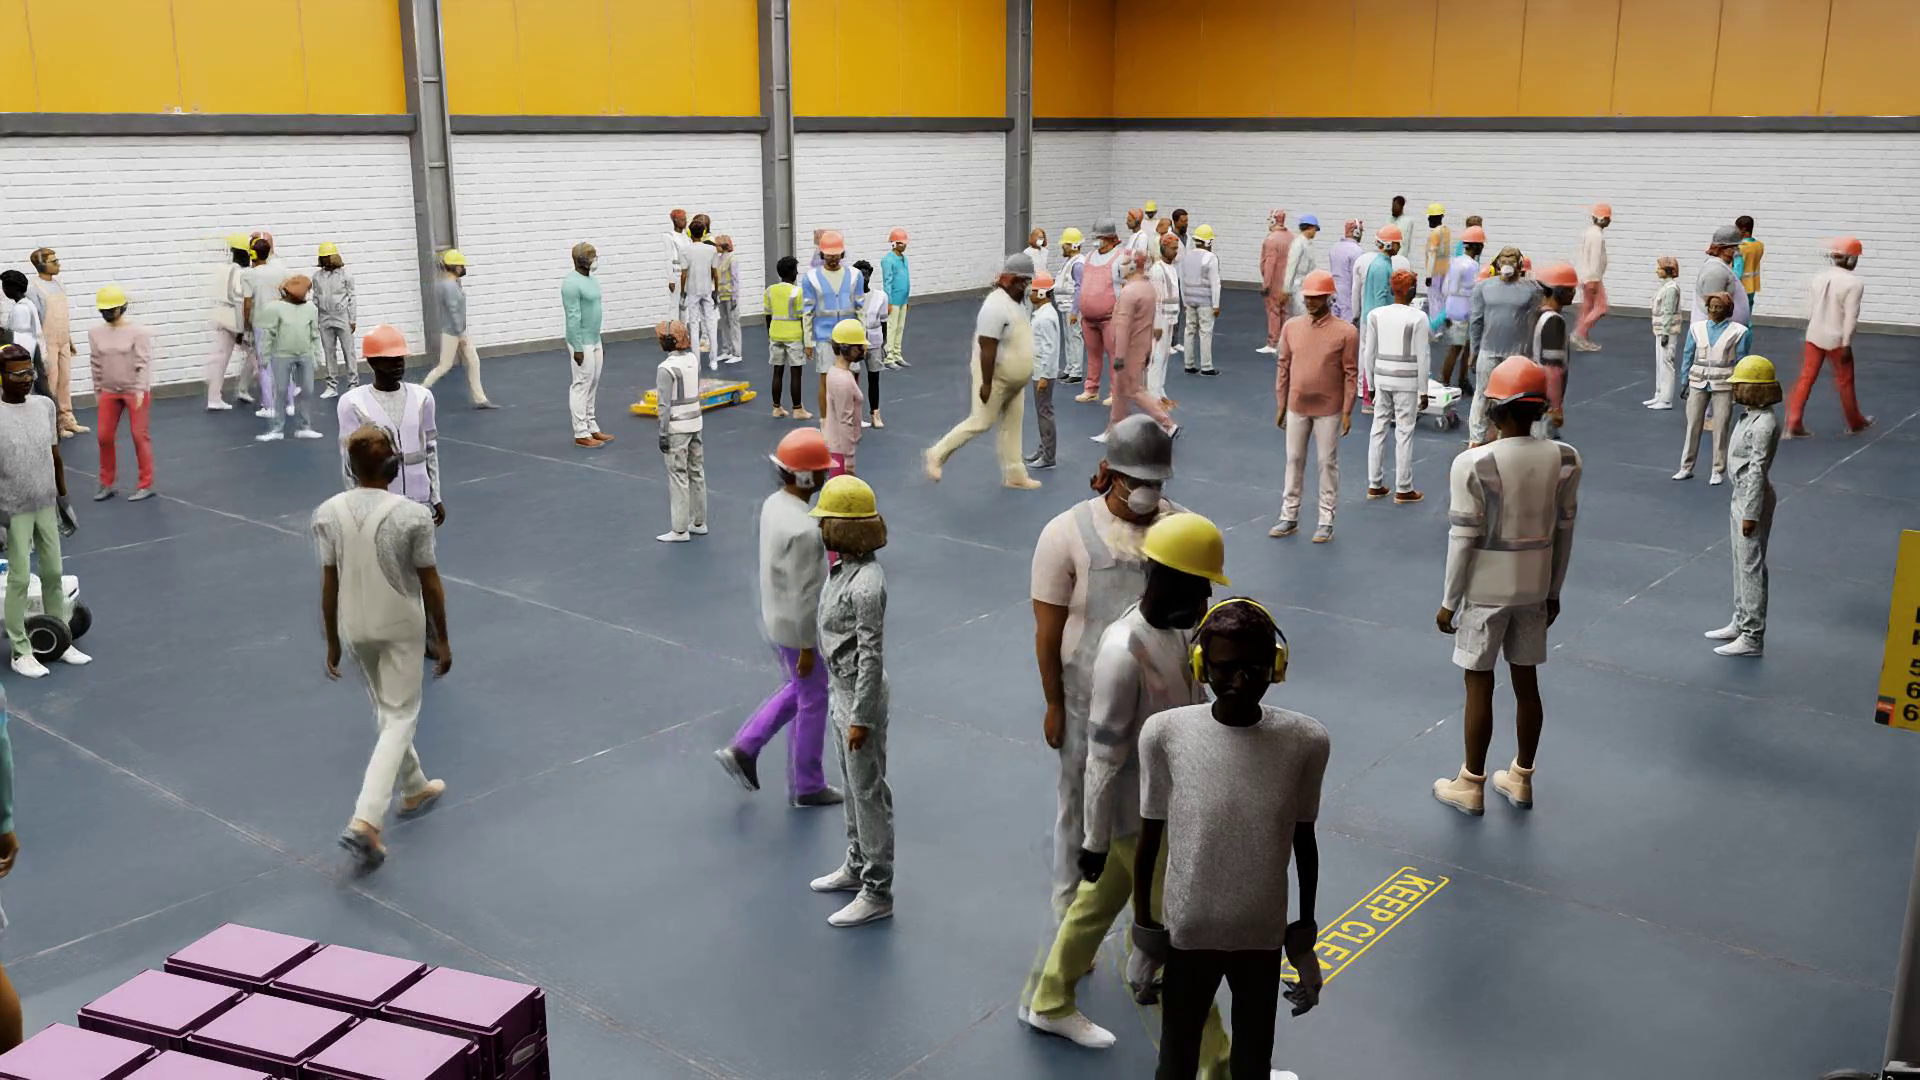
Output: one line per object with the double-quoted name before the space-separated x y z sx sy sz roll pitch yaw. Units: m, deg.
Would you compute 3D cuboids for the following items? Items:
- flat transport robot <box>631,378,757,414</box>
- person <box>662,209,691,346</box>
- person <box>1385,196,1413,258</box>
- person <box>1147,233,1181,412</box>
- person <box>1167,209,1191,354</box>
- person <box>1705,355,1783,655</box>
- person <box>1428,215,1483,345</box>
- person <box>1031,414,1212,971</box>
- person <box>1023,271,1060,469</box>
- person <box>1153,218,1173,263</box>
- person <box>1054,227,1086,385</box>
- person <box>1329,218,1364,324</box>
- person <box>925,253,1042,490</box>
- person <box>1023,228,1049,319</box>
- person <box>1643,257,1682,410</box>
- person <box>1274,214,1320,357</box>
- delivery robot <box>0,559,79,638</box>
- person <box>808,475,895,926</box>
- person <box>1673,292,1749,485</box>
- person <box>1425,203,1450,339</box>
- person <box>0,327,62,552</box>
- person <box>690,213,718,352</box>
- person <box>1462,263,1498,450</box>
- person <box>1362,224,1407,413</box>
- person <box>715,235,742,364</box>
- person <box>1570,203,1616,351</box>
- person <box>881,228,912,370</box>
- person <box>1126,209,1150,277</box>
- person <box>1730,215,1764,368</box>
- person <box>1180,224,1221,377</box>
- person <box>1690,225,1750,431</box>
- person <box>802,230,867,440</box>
"flat transport robot" -2.863 -1.557 17.984 0.652 0.197 1.431 7 16 25
"person" -3.834 -3.578 22.792 0.356 1.885 0.572 5 15 20
"person" 6.949 -4.542 26.598 0.480 1.903 0.603 -7 16 -26
"person" 2.179 -2.329 17.799 0.337 1.881 0.583 5 15 20
"person" 2.878 -3.469 22.284 0.383 1.918 0.591 11 18 38
"person" 4.530 -0.201 9.605 0.342 1.735 0.484 4 15 15
"person" 6.910 -3.569 22.923 0.890 1.818 0.512 -3 14 -13
"person" 0.622 0.550 5.977 0.683 2.000 0.538 -4 15 -16
"person" 0.713 -1.513 14.802 0.335 1.749 0.575 0 14 -1
"person" 3.085 -4.055 25.202 0.285 1.633 0.500 8 16 29
"person" 1.305 -2.749 19.577 0.404 1.835 0.590 -2 14 -8
"person" 4.744 -2.960 20.301 0.396 1.900 0.647 -4 15 -17
"person" 0.209 -1.427 13.876 0.904 2.000 0.704 5 15 20
"person" 1.043 -3.446 22.771 0.286 1.632 0.500 13 19 42
"person" 7.580 -2.222 17.891 0.318 1.630 0.513 3 14 12
"person" 4.415 -3.227 21.389 0.749 1.886 0.610 6 15 24
"delivery robot" -5.489 0.355 9.578 0.707 0.478 0.477 -3 14 -12
"person" -0.418 0.607 6.354 0.295 1.744 0.484 -4 15 -15
"person" 6.396 -1.291 14.152 0.525 1.636 0.307 12 19 40
"person" 6.784 -3.845 23.795 0.392 1.918 0.582 9 16 31
"person" -6.816 -0.840 11.915 0.637 1.864 1.032 -3 14 -13
"person" -3.461 -3.465 22.424 0.429 1.845 0.627 -5 15 -20
"person" 4.927 -1.708 15.581 0.335 1.749 0.575 2 14 9
"person" 4.468 -2.333 17.610 0.407 1.987 0.614 3 14 13
"person" -2.980 -3.087 21.328 0.315 1.637 0.514 -9 17 -33
"person" 8.525 -3.513 22.328 0.437 1.979 0.647 2 14 10
"person" -0.769 -3.015 20.802 0.343 1.749 0.572 6 15 23
"person" 2.435 -3.613 22.951 0.354 1.879 0.581 -2 14 -6
"person" 9.712 -3.059 20.657 0.587 1.915 0.391 -12 18 -39
"person" 2.931 -2.892 20.152 0.403 1.833 0.586 -12 18 -40
"person" 7.623 -2.135 16.706 0.536 2.000 0.682 5 15 21
"person" -1.199 -1.950 15.996 0.615 2.029 0.409 -4 15 -16
